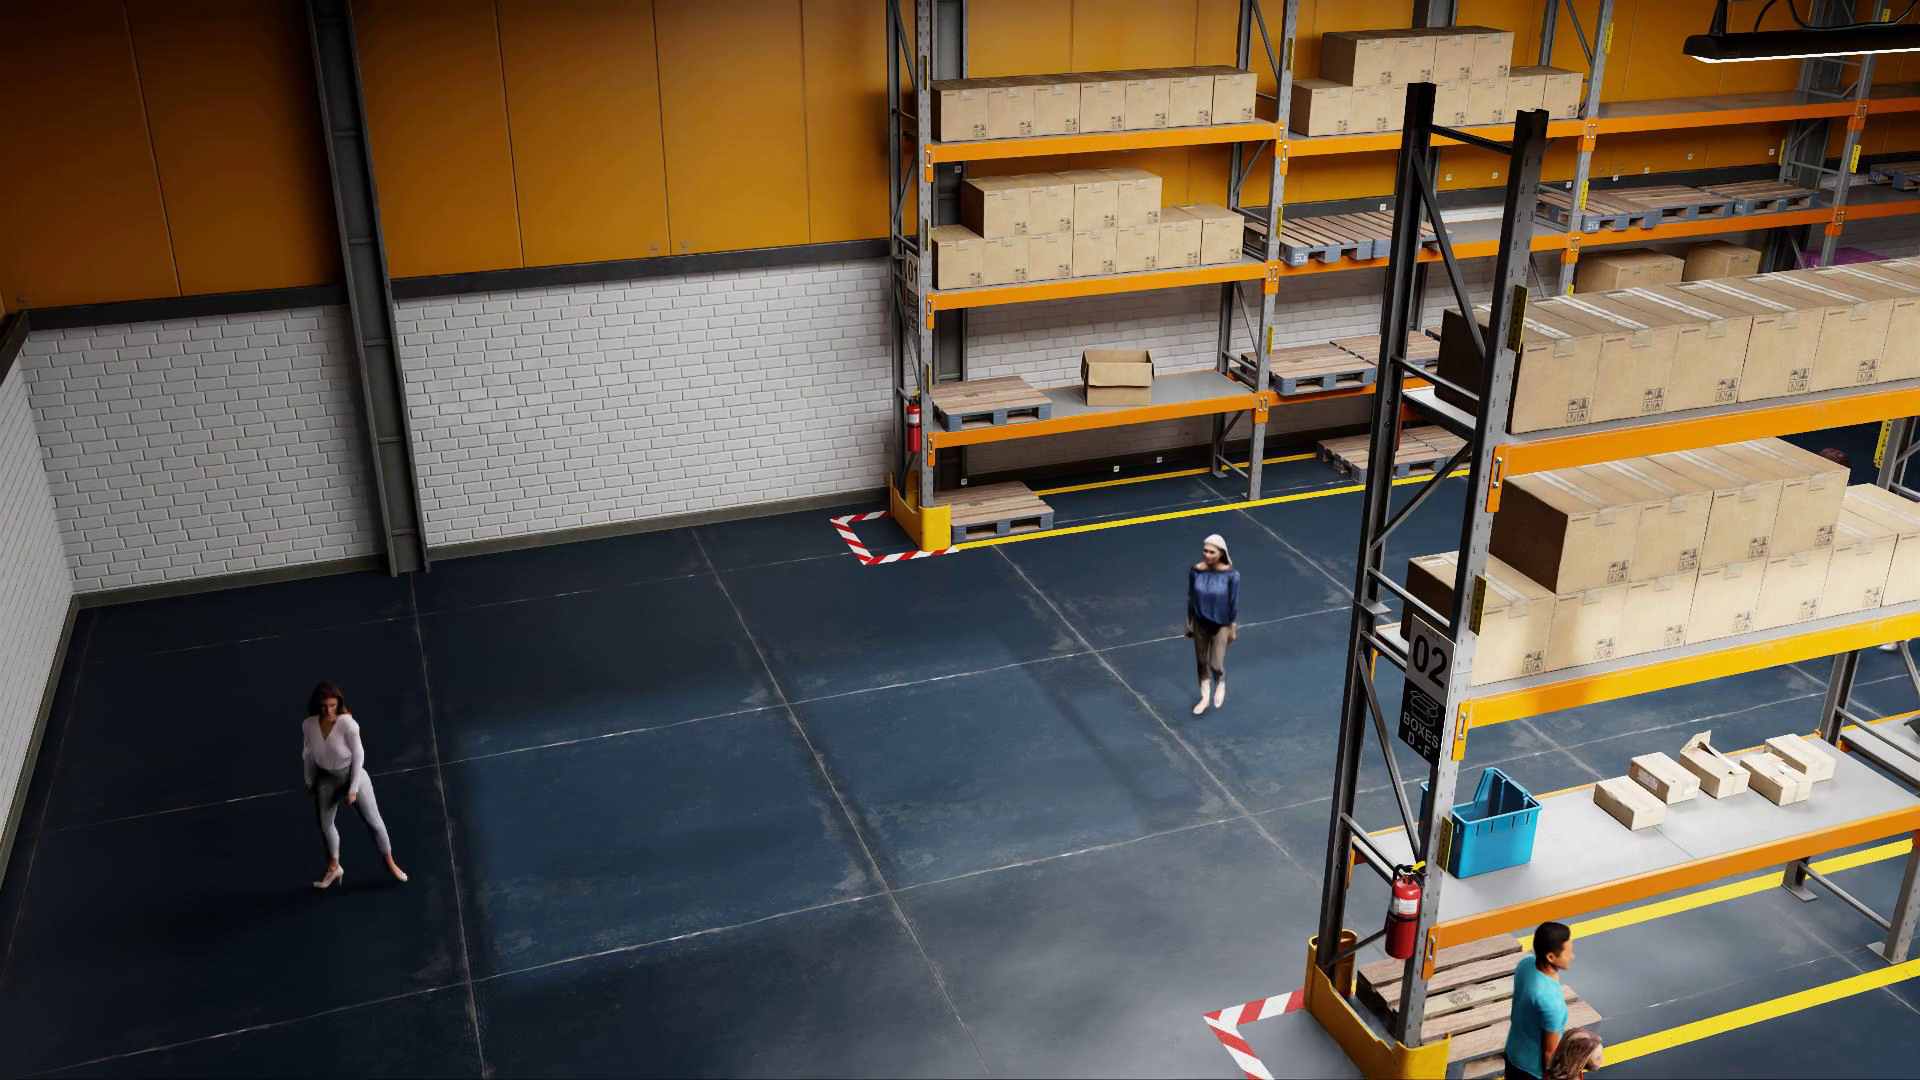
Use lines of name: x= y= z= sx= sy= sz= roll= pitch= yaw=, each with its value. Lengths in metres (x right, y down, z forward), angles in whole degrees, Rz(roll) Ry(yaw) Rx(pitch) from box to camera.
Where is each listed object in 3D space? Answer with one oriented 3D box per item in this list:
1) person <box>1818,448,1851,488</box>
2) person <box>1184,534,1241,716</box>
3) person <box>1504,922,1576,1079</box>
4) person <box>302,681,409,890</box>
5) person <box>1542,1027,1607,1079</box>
person: x=8.392 y=-0.082 z=16.258 sx=0.673 sy=1.697 sz=0.755 roll=7 pitch=25 yaw=16
person: x=2.218 y=0.717 z=14.445 sx=0.765 sy=1.686 sz=0.819 roll=13 pitch=27 yaw=28
person: x=3.191 y=2.905 z=9.328 sx=0.617 sy=1.775 sz=0.670 roll=-1 pitch=24 yaw=-3
person: x=-4.499 y=1.768 z=11.971 sx=0.713 sy=1.741 sz=0.954 roll=7 pitch=25 yaw=16
person: x=2.989 y=3.234 z=8.723 sx=1.180 sy=1.656 sz=1.076 roll=8 pitch=25 yaw=18
